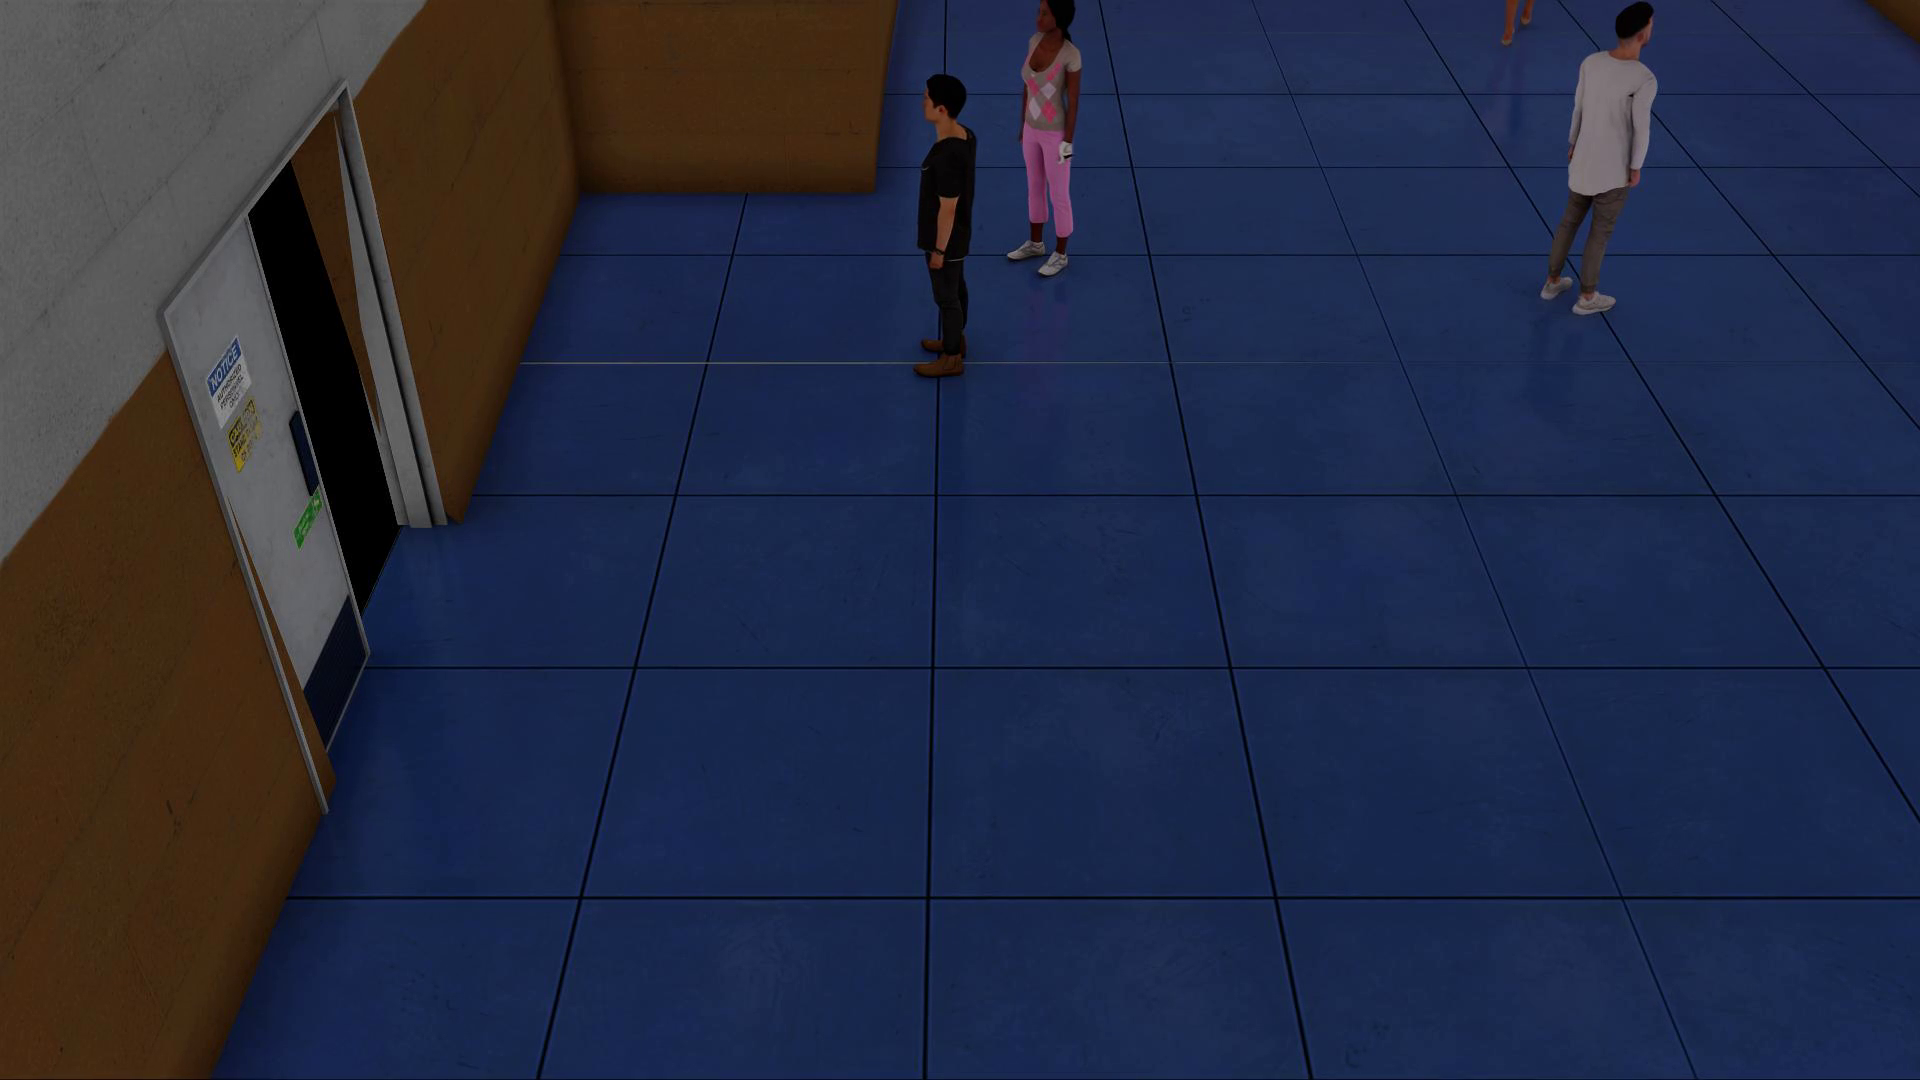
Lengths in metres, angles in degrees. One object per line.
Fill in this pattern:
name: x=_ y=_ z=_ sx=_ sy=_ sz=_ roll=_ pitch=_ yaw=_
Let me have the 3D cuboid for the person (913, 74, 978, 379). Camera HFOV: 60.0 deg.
person: x=-0.065 y=-1.701 z=9.046 sx=0.602 sy=1.717 sz=0.651 roll=6 pitch=37 yaw=7

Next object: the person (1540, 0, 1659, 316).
person: x=3.717 y=-2.200 z=9.609 sx=0.758 sy=1.840 sz=0.754 roll=-21 pitch=42 yaw=-25

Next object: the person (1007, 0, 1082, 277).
person: x=0.539 y=-2.447 z=10.022 sx=0.695 sy=1.740 sz=0.655 roll=-25 pitch=44 yaw=-30
